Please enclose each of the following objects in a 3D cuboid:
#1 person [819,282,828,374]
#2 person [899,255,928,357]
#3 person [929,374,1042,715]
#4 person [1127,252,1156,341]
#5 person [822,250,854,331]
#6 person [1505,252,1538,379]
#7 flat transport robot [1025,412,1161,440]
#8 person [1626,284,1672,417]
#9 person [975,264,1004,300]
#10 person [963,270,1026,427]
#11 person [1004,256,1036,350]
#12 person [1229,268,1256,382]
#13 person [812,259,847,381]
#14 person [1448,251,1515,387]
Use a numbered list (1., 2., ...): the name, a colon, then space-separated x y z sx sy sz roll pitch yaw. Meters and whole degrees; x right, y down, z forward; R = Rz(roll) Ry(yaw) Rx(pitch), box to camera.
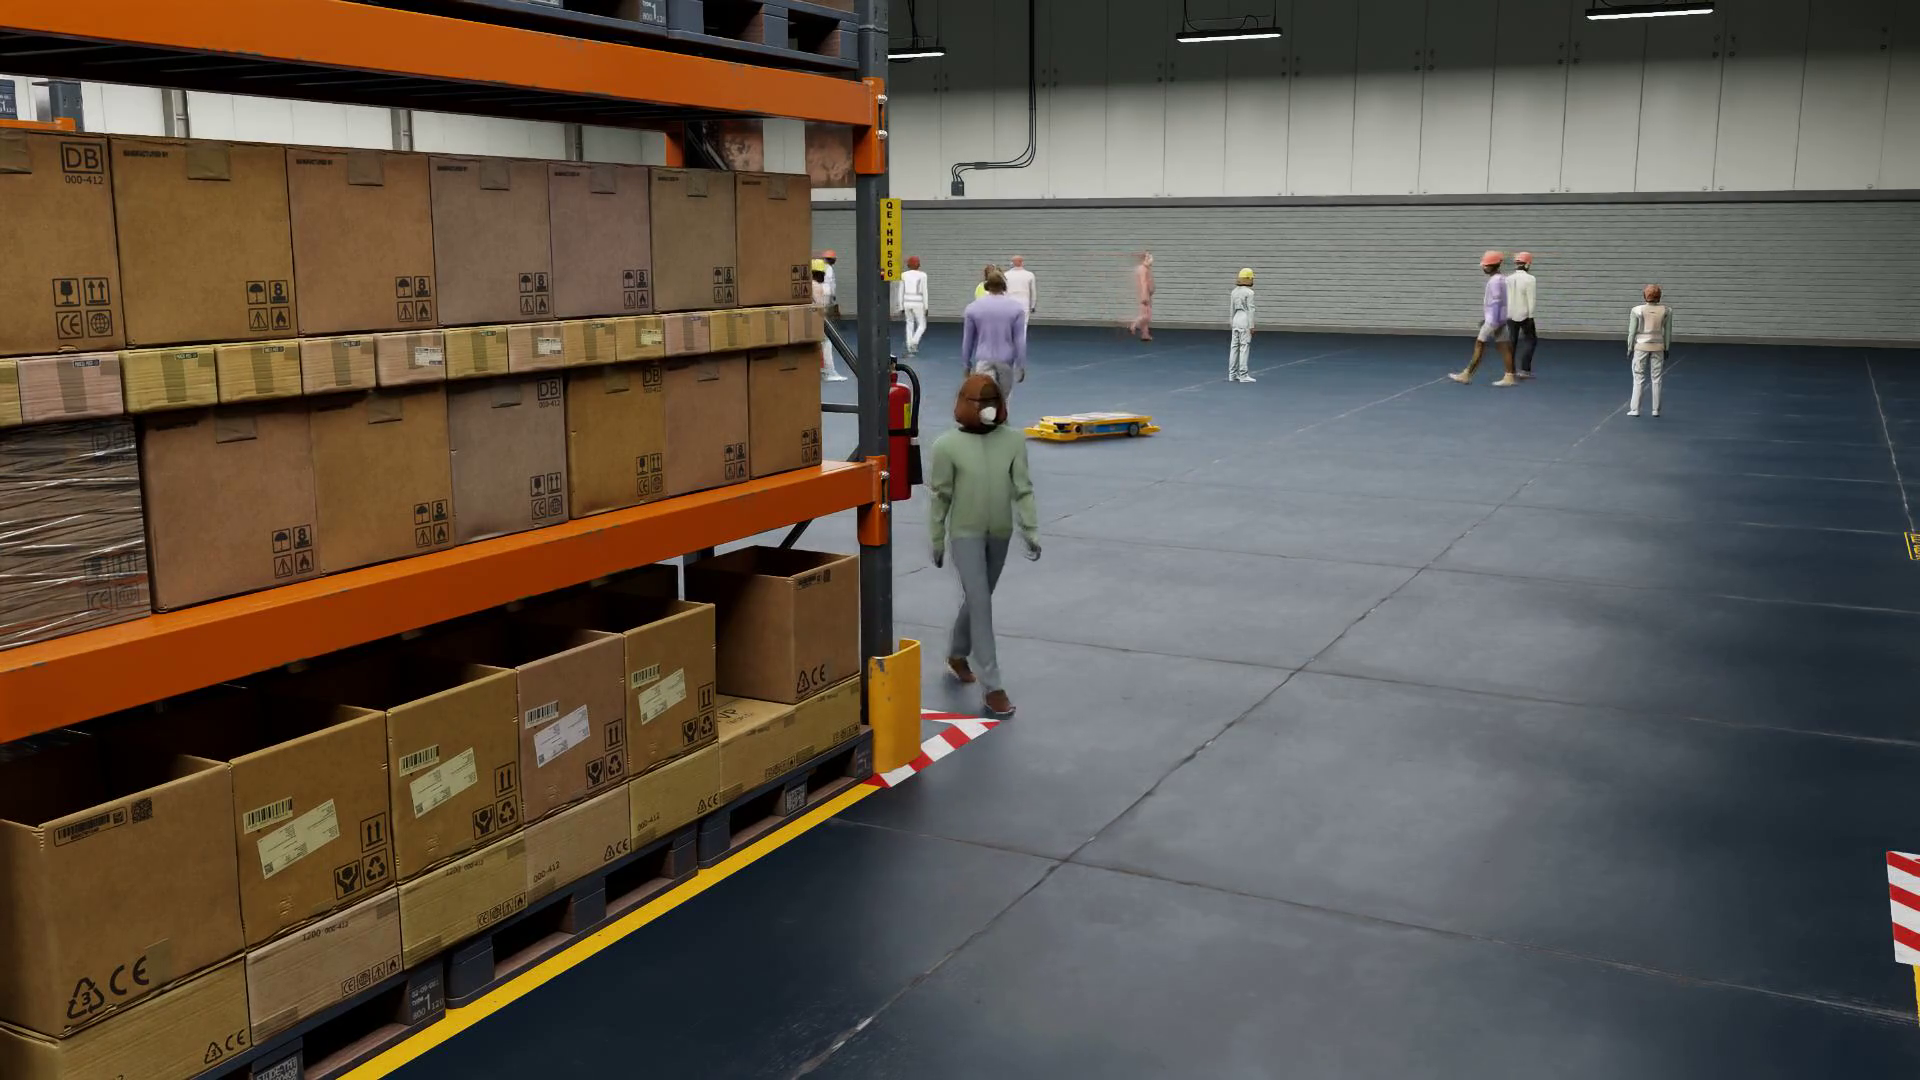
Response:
1. person: -2.316 -3.530 26.822 0.670 1.743 0.528 -5 12 -27
2. person: -0.849 -4.312 30.715 0.605 1.871 0.425 5 11 25
3. person: 0.100 -0.018 8.067 0.501 1.591 0.855 -6 12 -28
4. person: 3.900 -5.166 35.309 0.495 1.891 0.667 2 11 13
5. person: -3.012 -5.773 38.650 1.020 1.884 0.563 -1 10 -7
6. person: 8.769 -3.484 25.888 0.572 1.979 0.653 -6 12 -30
7. flat transport robot: 1.490 -1.284 18.575 1.431 0.197 0.652 -7 13 -34
8. person: 8.521 -2.336 20.578 0.523 1.639 0.306 1 10 6
9. person: 0.449 -2.961 23.453 0.428 1.838 0.627 -5 11 -24
10. person: 0.349 -1.800 16.974 0.643 1.899 0.993 0 10 1
11. person: 1.082 -4.363 31.063 0.645 1.847 1.053 1 10 3
12. person: 4.362 -3.303 25.573 0.324 1.740 0.492 -6 12 -30
13. person: -2.259 -3.355 25.473 0.964 1.888 0.600 -4 11 -19
14. person: 7.792 -3.267 24.671 1.041 1.986 0.626 6 12 28
